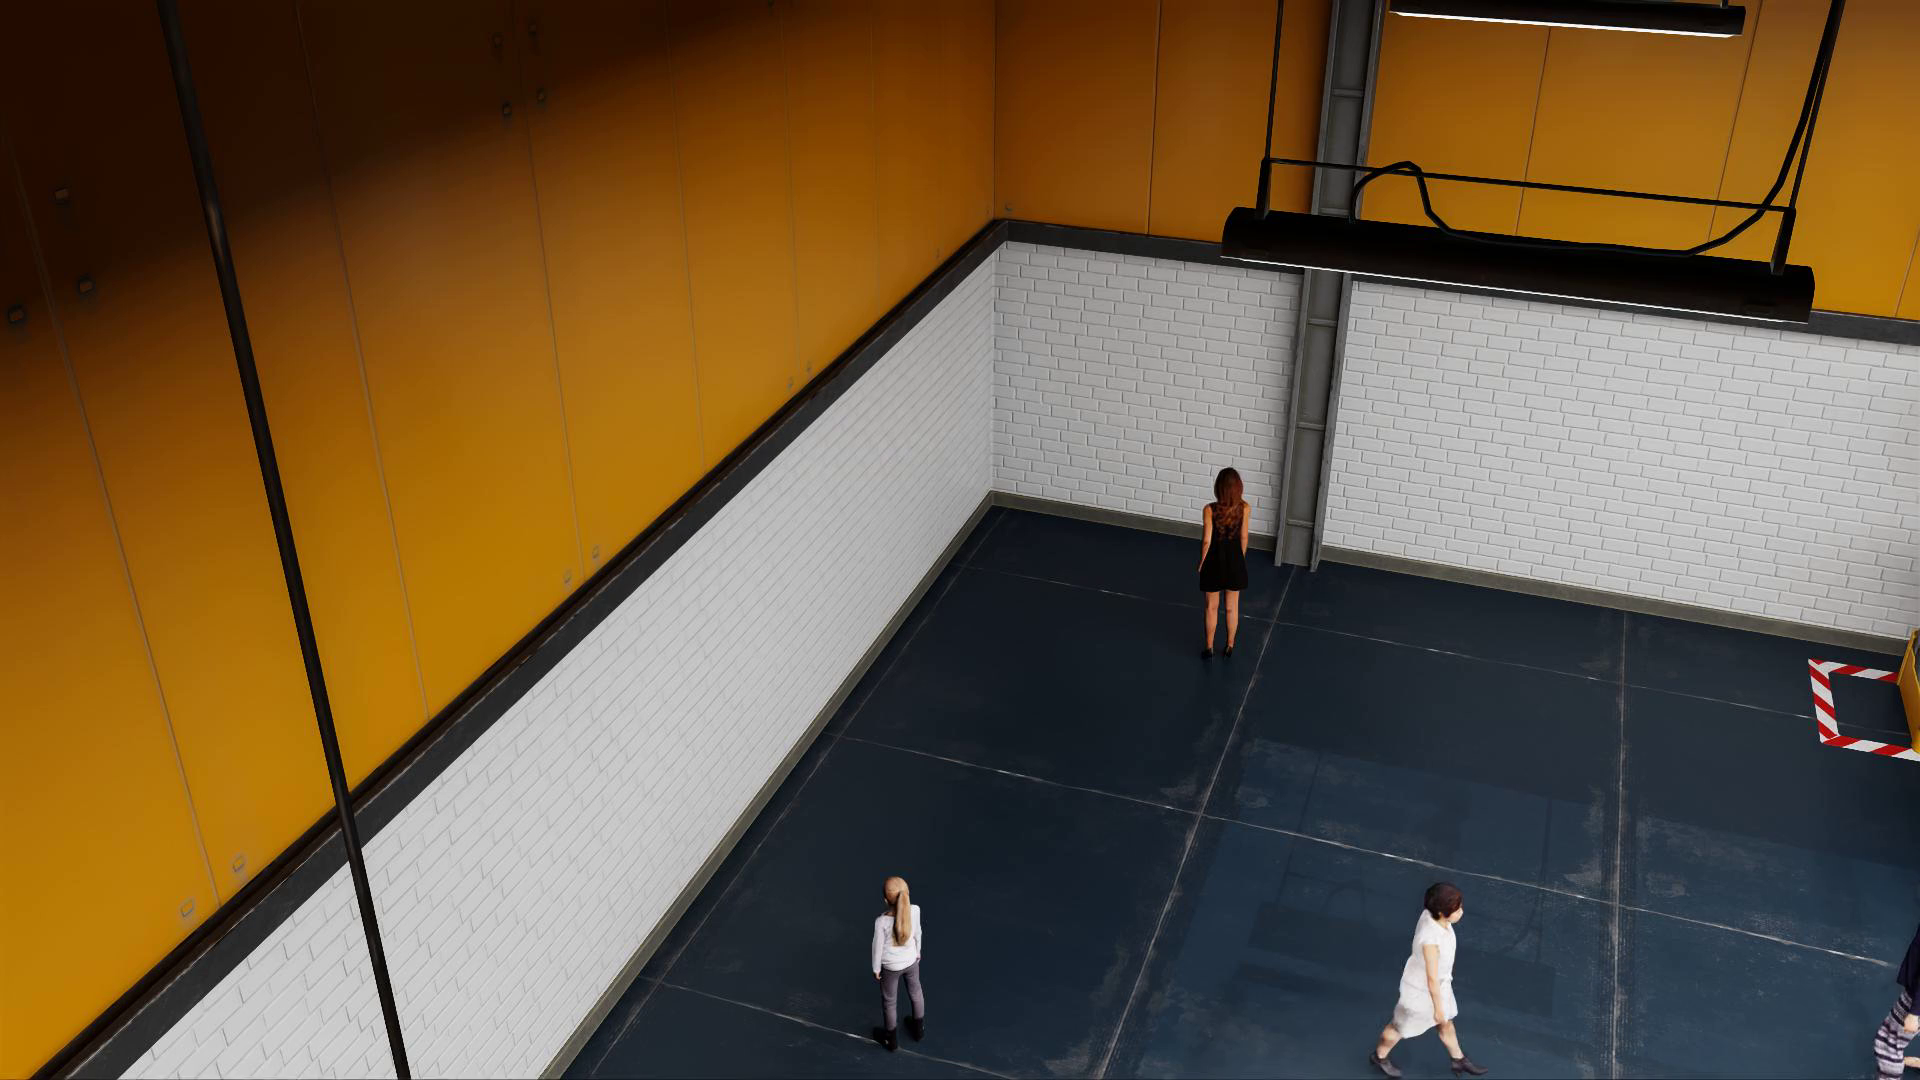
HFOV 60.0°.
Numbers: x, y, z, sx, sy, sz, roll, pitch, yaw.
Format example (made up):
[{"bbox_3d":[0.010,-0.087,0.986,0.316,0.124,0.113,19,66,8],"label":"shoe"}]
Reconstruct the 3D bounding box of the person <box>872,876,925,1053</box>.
[{"bbox_3d":[-0.376,2.629,10.352,0.567,1.275,0.621,-15,32,-25],"label":"person"}]

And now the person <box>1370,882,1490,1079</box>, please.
[{"bbox_3d":[2.713,2.671,10.015,0.912,1.525,0.575,9,30,17],"label":"person"}]

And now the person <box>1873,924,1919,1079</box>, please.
[{"bbox_3d":[5.697,2.671,9.828,0.827,1.703,0.889,20,34,32],"label":"person"}]

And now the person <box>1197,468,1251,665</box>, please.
[{"bbox_3d":[2.239,0.228,14.172,0.599,1.834,0.723,-2,29,-4],"label":"person"}]
